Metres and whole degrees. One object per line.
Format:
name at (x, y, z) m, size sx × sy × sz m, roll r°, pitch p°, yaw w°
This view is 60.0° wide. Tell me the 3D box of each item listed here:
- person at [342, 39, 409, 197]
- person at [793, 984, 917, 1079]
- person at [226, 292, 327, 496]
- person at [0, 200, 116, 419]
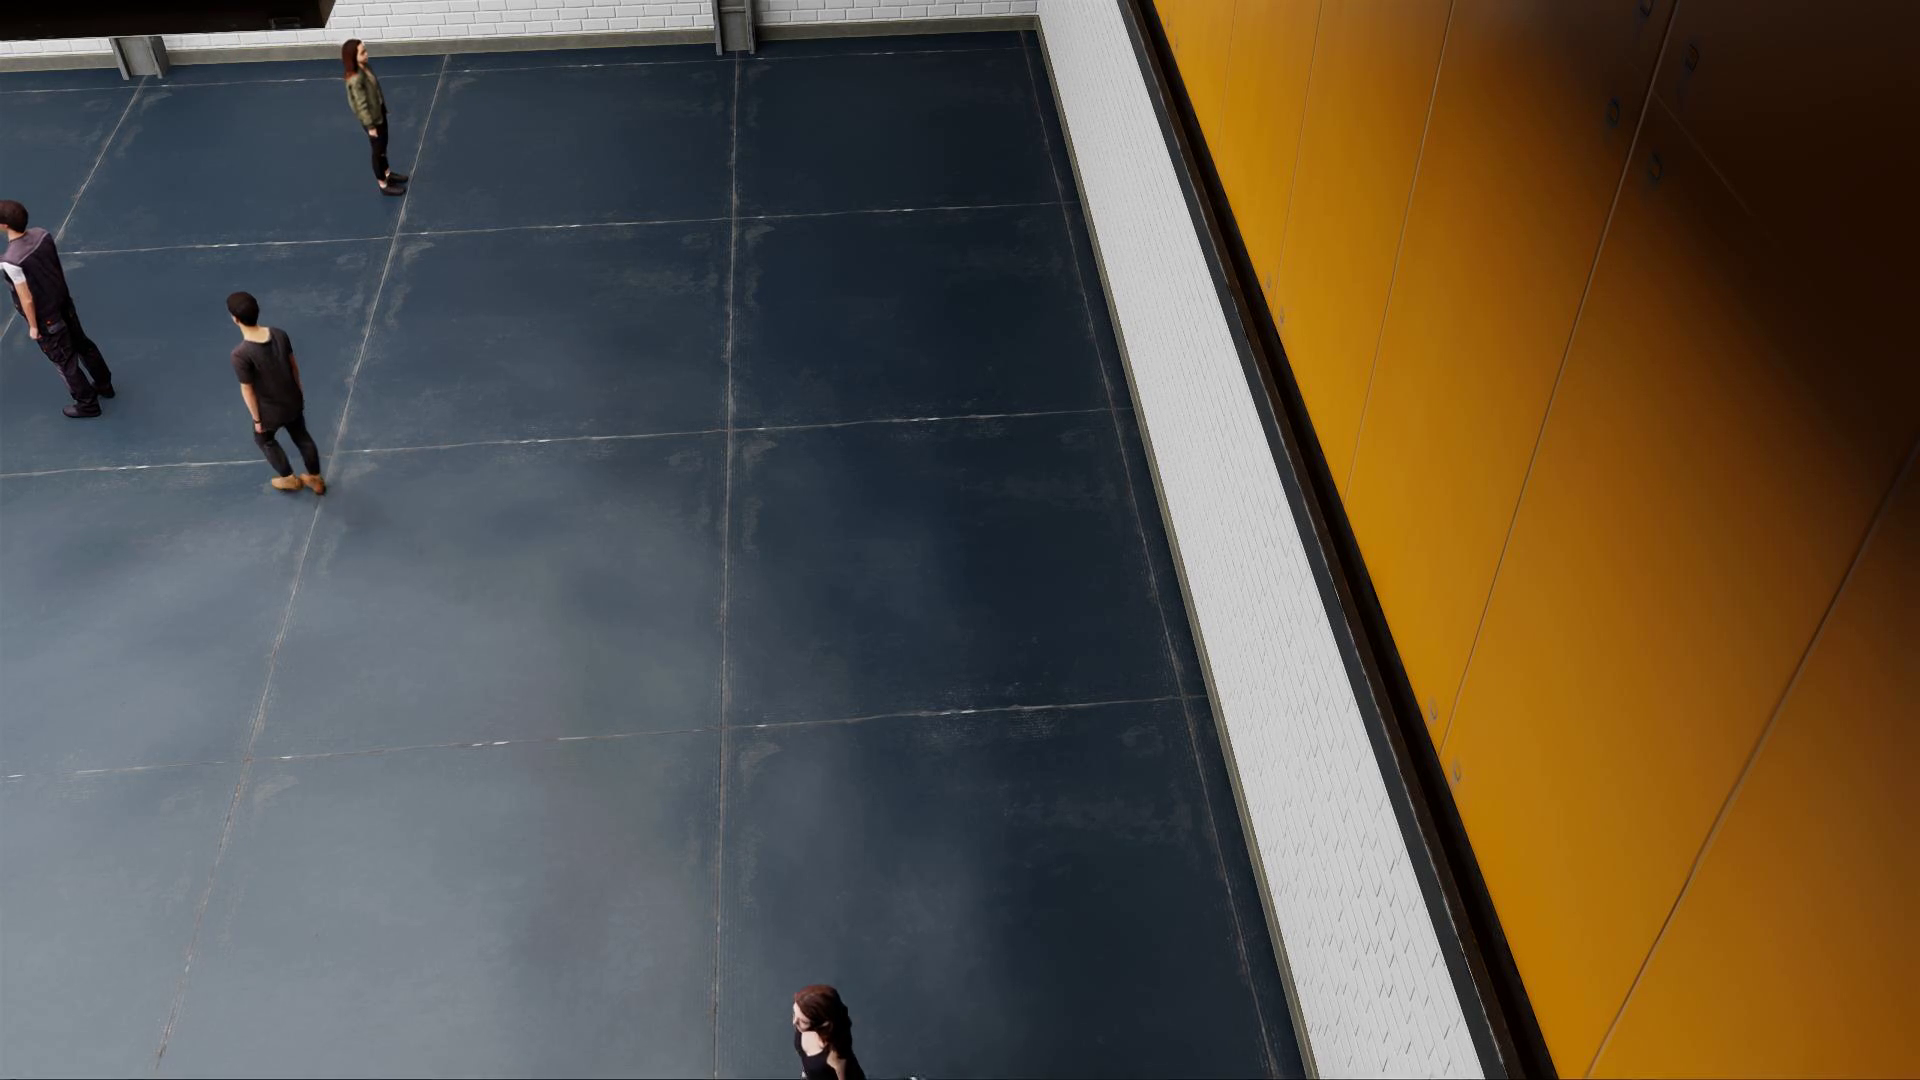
person at (-5.279, -3.805, 14.906) m, size 0.513 × 1.477 × 0.582 m, roll -2°, pitch 44°, yaw -2°
person at (-0.523, 2.576, 8.032) m, size 1.100 × 1.721 × 0.933 m, roll -29°, pitch 51°, yaw -27°
person at (-4.798, -0.965, 11.763) m, size 0.831 × 1.701 × 0.782 m, roll 26°, pitch 49°, yaw 25°
person at (-6.816, -1.741, 12.471) m, size 0.651 × 1.848 × 0.701 m, roll 6°, pitch 44°, yaw 7°
